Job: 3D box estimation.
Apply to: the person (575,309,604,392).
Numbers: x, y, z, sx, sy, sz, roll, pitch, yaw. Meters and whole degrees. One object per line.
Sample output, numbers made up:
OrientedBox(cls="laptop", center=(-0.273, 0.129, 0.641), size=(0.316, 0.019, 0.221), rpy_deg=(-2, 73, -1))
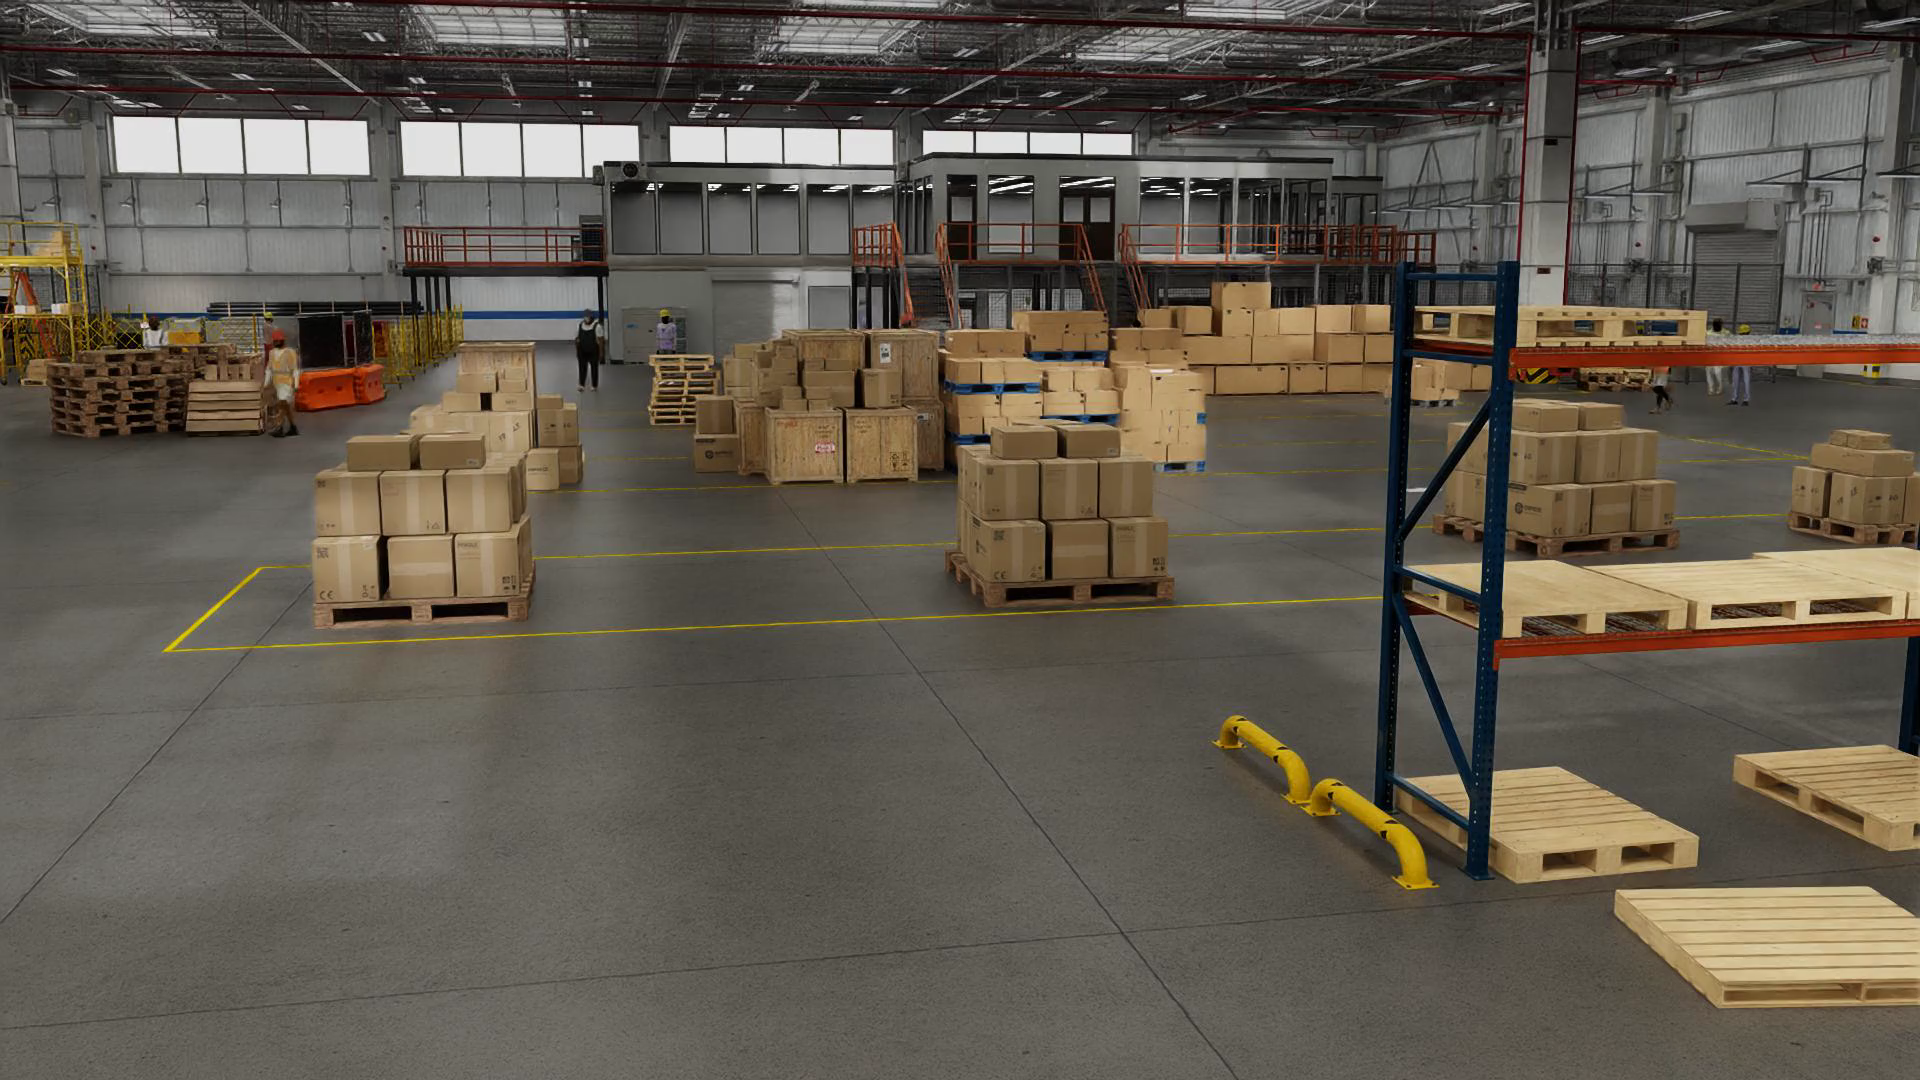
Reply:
OrientedBox(cls="person", center=(-8.939, -4.560, 39.974), size=(0.709, 2.000, 0.974), rpy_deg=(0, 9, 1))

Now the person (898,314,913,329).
OrientedBox(cls="person", center=(-1.073, -3.964, 36.519), size=(0.619, 1.988, 1.093), rpy_deg=(-9, 13, -44))

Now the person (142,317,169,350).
OrientedBox(cls="person", center=(-18.657, -4.235, 38.532), size=(0.613, 1.856, 0.803), rpy_deg=(-1, 9, -9))

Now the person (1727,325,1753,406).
OrientedBox(cls="person", center=(17.034, -3.803, 36.220), size=(0.327, 1.760, 0.523), rpy_deg=(-6, 11, -32))

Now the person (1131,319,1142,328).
OrientedBox(cls="person", center=(3.867, -3.918, 36.585), size=(0.533, 1.868, 0.310), rpy_deg=(0, 9, -2))

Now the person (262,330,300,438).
OrientedBox(cls="person", center=(-12.049, -2.749, 29.361), size=(0.556, 1.899, 0.910), rpy_deg=(4, 10, 24))

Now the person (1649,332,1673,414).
OrientedBox(cls="person", center=(14.485, -3.436, 34.227), size=(0.599, 1.678, 0.535), rpy_deg=(-4, 10, -21))

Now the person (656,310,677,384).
OrientedBox(cls="person", center=(-7.500, -4.911, 42.456), size=(0.587, 1.927, 0.367), rpy_deg=(4, 10, 23))

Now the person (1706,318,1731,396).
OrientedBox(cls="person", center=(17.605, -4.265, 38.825), size=(0.453, 1.827, 0.629), rpy_deg=(-9, 13, -42))

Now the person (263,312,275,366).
OrientedBox(cls="person", center=(-19.058, -5.402, 45.939), size=(0.524, 1.769, 0.309), rpy_deg=(9, 13, 43))

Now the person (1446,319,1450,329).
OrientedBox(cls="person", center=(13.519, -5.445, 45.715), size=(0.475, 1.941, 0.615), rpy_deg=(-4, 10, -24))
